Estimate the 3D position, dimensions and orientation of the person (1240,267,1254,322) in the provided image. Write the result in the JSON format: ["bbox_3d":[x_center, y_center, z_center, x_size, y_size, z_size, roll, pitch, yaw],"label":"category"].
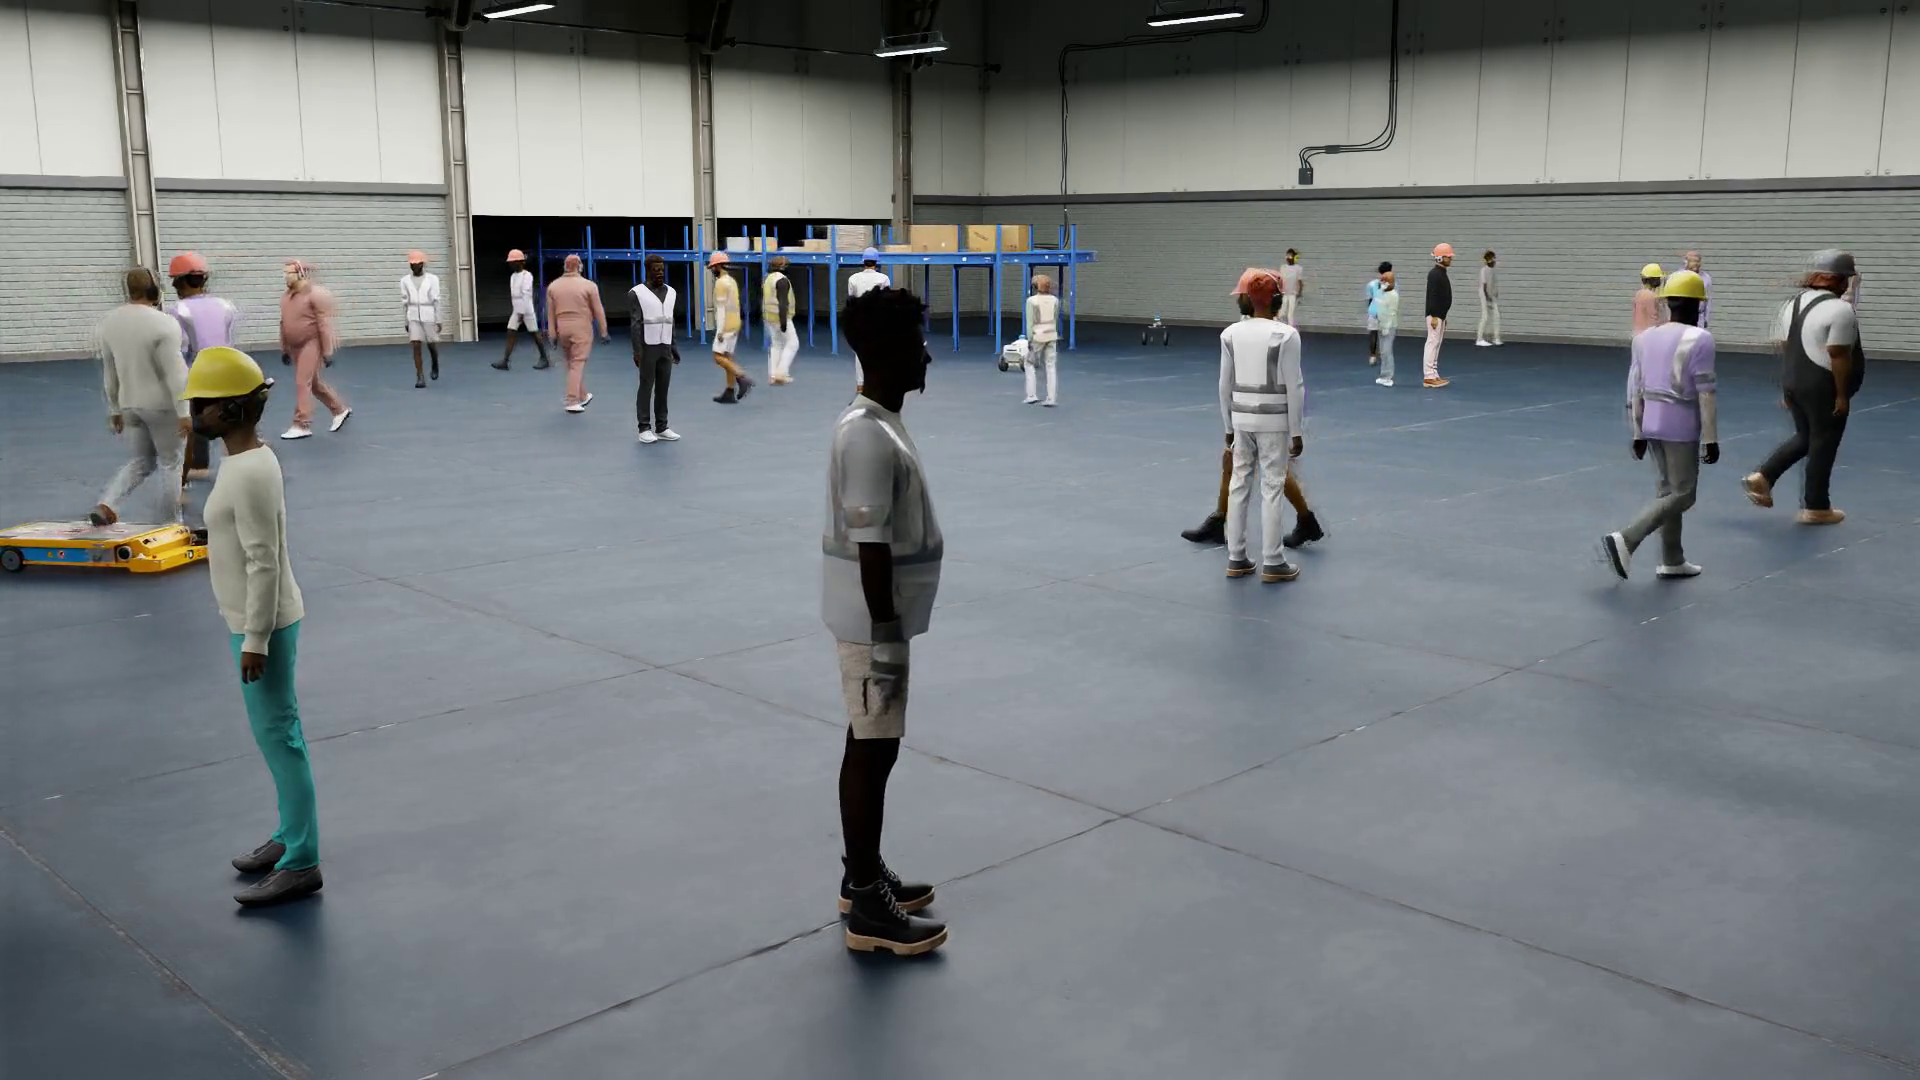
[{"bbox_3d":[4.682,-3.608,26.915,0.877,1.583,0.542,-7,12,-33],"label":"person"}]

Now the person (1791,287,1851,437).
[{"bbox_3d":[8.266,-1.720,16.065,0.835,1.809,0.586,-8,13,-38],"label":"person"}]

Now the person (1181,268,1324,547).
[{"bbox_3d":[2.052,-0.896,11.330,0.970,1.896,0.556,2,11,12],"label":"person"}]

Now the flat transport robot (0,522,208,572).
[{"bbox_3d":[-5.657,0.032,10.796,1.431,0.197,0.652,1,10,8],"label":"flat transport robot"}]

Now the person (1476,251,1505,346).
[{"bbox_3d":[10.162,-4.603,31.748,0.607,1.814,0.738,-6,12,-28],"label":"person"}]

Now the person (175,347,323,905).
[{"bbox_3d":[-2.266,0.270,5.307,0.326,1.767,0.533,-4,11,-22],"label":"person"}]

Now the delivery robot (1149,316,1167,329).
[{"bbox_3d":[3.839,-4.242,32.368,0.335,0.223,0.698,3,11,15],"label":"delivery robot"}]

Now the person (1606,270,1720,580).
[{"bbox_3d":[4.306,-0.683,10.136,0.738,1.904,0.602,-3,11,-15],"label":"person"}]

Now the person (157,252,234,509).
[{"bbox_3d":[-5.807,-1.195,12.714,1.073,1.987,0.606,7,12,32],"label":"person"}]

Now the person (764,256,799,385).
[{"bbox_3d":[-2.532,-3.103,23.548,0.470,1.820,0.641,-5,12,-26],"label":"person"}]

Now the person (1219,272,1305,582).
[{"bbox_3d":[1.863,-0.695,10.248,0.575,1.885,0.355,9,14,42],"label":"person"}]

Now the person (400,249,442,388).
[{"bbox_3d":[-7.555,-3.123,23.396,0.560,1.923,0.693,-1,10,-6],"label":"person"}]

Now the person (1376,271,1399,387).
[{"bbox_3d":[5.992,-2.994,23.535,0.354,1.609,0.666,-2,11,-13],"label":"person"}]

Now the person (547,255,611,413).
[{"bbox_3d":[-4.583,-2.497,20.125,0.662,1.859,0.972,3,11,16],"label":"person"}]

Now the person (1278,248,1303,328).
[{"bbox_3d":[6.530,-4.846,32.963,0.543,1.853,0.445,10,14,43],"label":"person"}]

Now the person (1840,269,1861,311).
[{"bbox_3d":[14.301,-3.768,27.120,0.622,1.845,0.430,1,10,5],"label":"person"}]

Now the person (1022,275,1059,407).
[{"bbox_3d":[0.992,-2.473,20.664,0.520,1.623,0.569,-6,12,-31],"label":"person"}]

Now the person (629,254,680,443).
[{"bbox_3d":[-3.154,-1.982,17.168,0.375,1.917,0.597,8,13,36],"label":"person"}]

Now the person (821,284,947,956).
[{"bbox_3d":[-0.224,0.230,4.995,0.385,1.967,0.622,-1,10,-5],"label":"person"}]

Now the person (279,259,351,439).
[{"bbox_3d":[-6.898,-2.045,17.666,0.656,1.874,0.906,7,12,32],"label":"person"}]

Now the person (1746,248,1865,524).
[{"bbox_3d":[6.328,-1.126,12.285,0.639,2.000,0.692,-1,10,-4],"label":"person"}]

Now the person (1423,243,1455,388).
[{"bbox_3d":[6.732,-3.161,23.387,0.378,1.996,0.610,5,12,28],"label":"person"}]

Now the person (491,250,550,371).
[{"bbox_3d":[-6.926,-3.619,26.195,0.546,1.887,0.997,8,13,39],"label":"person"}]

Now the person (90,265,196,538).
[{"bbox_3d":[-5.465,-0.871,11.114,0.634,1.918,0.637,4,11,22],"label":"person"}]

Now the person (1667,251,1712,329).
[{"bbox_3d":[10.530,-3.235,24.091,0.650,1.888,0.664,0,10,-1],"label":"person"}]

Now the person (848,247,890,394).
[{"bbox_3d":[-1.189,-2.916,22.188,0.618,1.944,0.400,3,11,16],"label":"person"}]

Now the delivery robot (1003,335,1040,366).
[{"bbox_3d":[0.978,-2.976,26.170,0.477,0.478,0.707,6,12,30],"label":"delivery robot"}]

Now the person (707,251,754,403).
[{"bbox_3d":[-2.940,-2.692,21.069,0.573,1.907,0.575,2,11,13],"label":"person"}]

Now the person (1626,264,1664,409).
[{"bbox_3d":[8.335,-2.460,20.193,0.310,1.768,0.533,0,10,1],"label":"person"}]

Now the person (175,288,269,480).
[{"bbox_3d":[-6.503,-1.440,14.489,0.699,1.822,0.526,-1,10,-7],"label":"person"}]

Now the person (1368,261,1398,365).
[{"bbox_3d":[6.953,-3.720,27.314,0.546,1.676,0.594,8,13,36],"label":"person"}]
